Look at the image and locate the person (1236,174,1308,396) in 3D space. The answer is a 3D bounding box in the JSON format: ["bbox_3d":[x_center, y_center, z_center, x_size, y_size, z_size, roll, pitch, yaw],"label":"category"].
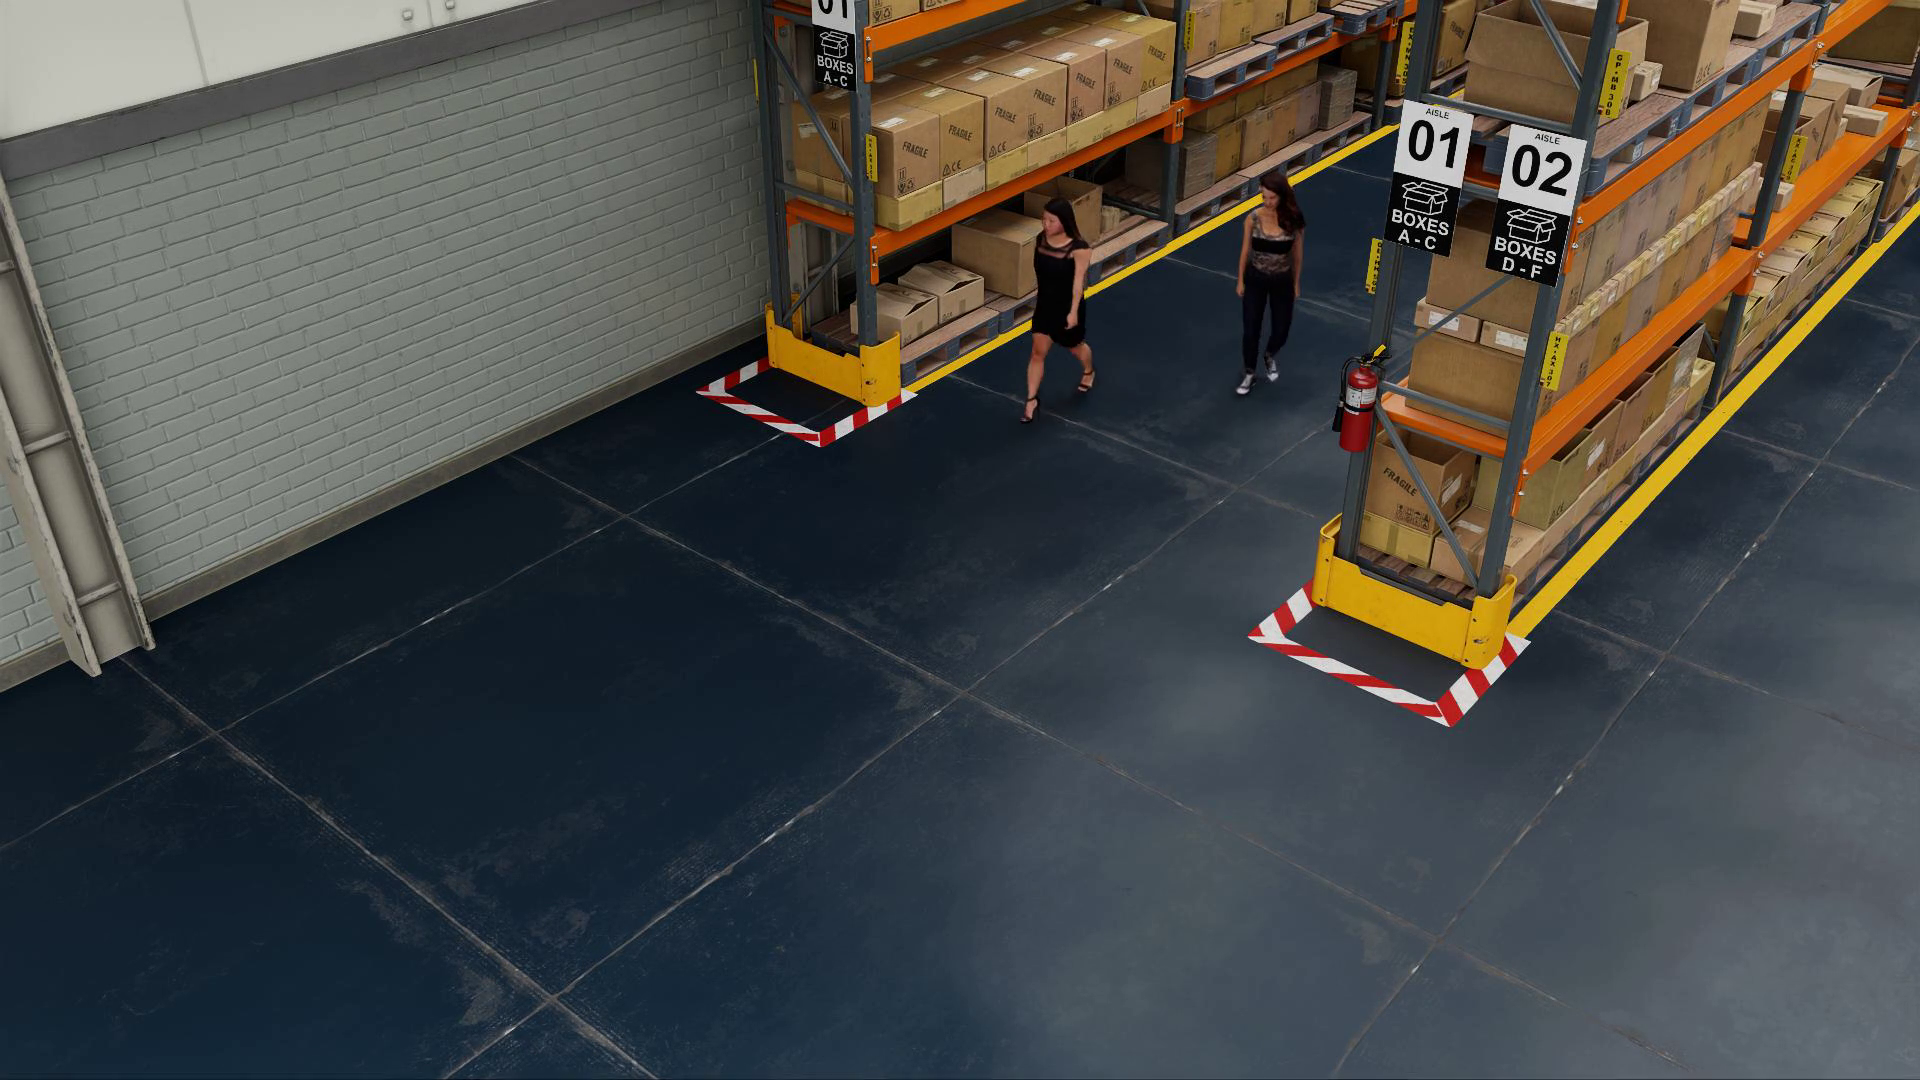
[{"bbox_3d":[2.277,-1.883,12.341,0.773,1.743,0.842,5,33,8],"label":"person"}]

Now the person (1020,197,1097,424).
[{"bbox_3d":[0.788,-1.682,12.095,0.632,1.674,1.042,24,40,32],"label":"person"}]
